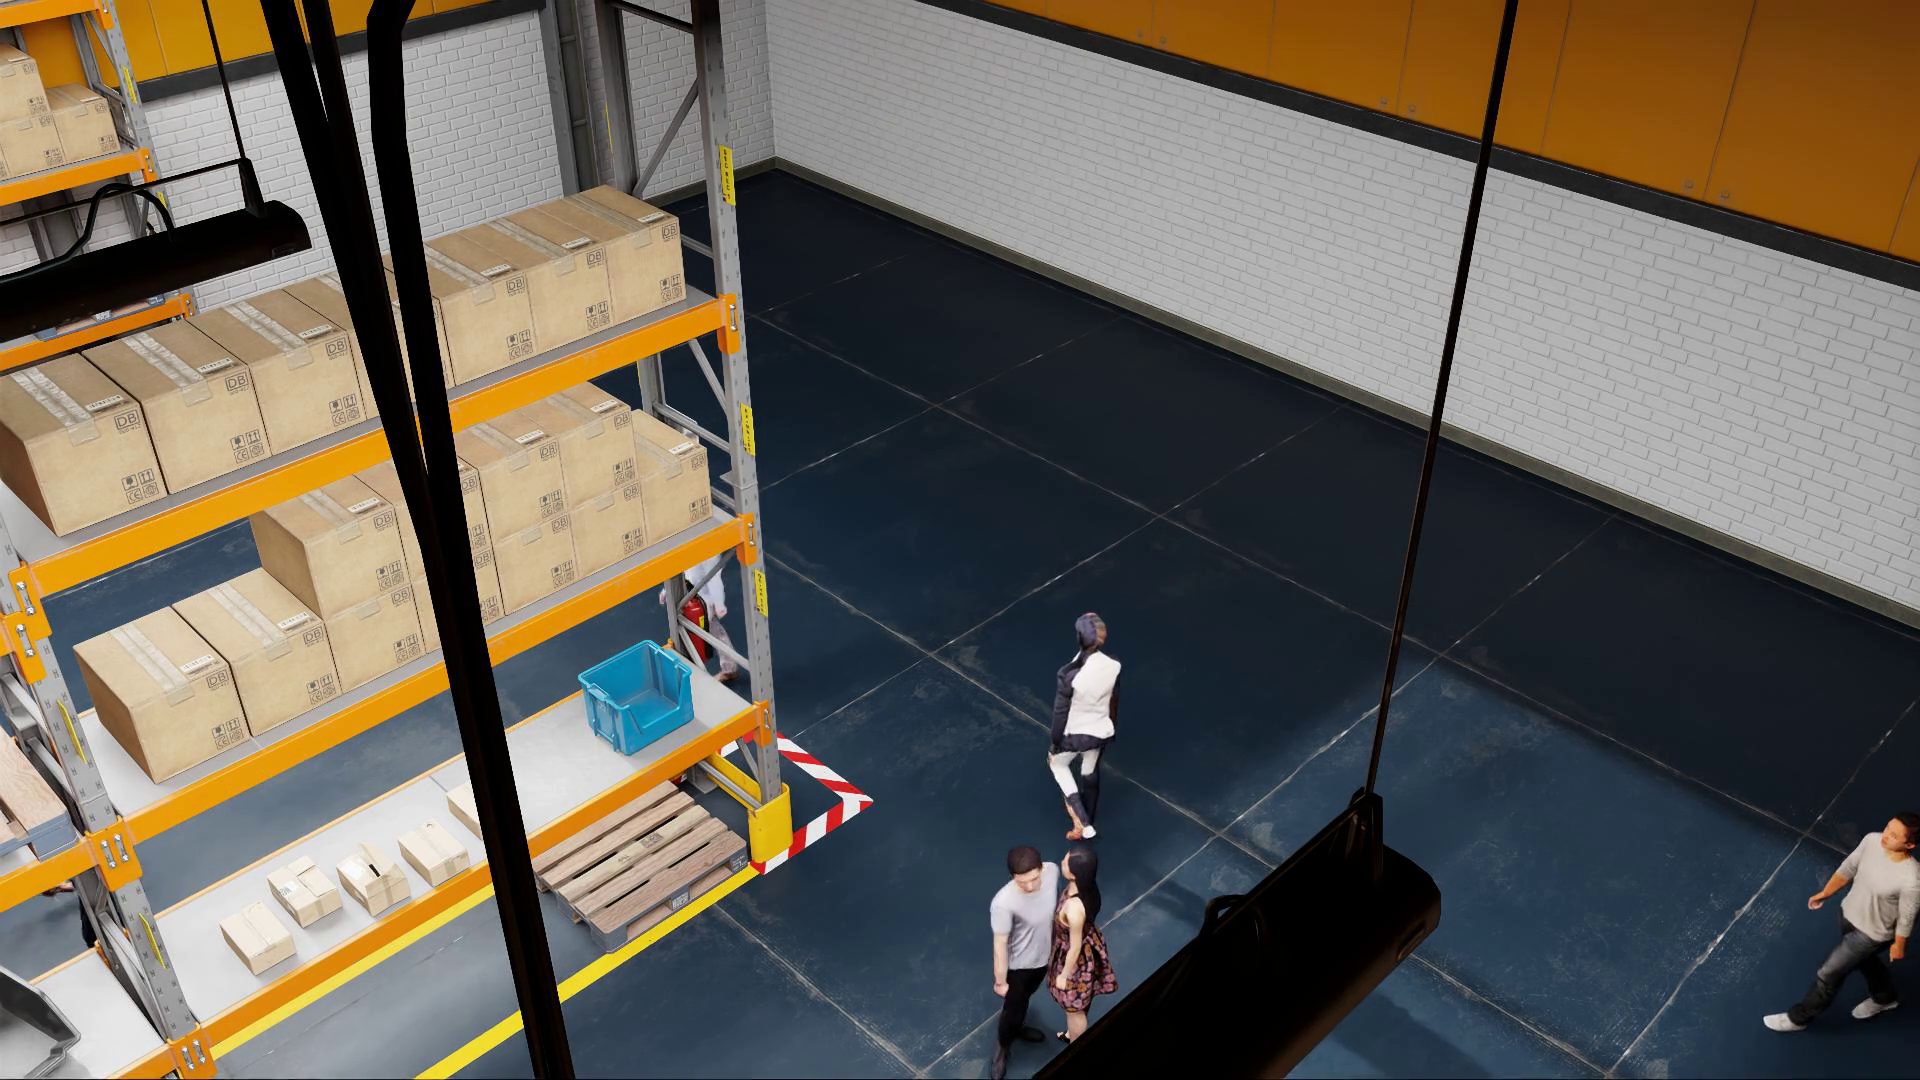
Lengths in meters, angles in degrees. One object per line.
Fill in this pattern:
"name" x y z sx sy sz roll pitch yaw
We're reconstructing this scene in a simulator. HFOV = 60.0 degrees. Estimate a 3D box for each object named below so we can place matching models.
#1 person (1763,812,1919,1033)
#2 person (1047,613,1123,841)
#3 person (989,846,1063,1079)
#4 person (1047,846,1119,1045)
"person" 5.602 2.322 10.108 1.190 1.777 1.100 -2 34 -3
"person" 0.892 1.370 11.444 0.776 1.883 0.874 -16 37 -23
"person" 0.375 2.445 9.875 0.773 1.830 0.552 18 38 25
"person" 0.681 2.477 9.878 0.855 1.774 0.774 8 34 11
